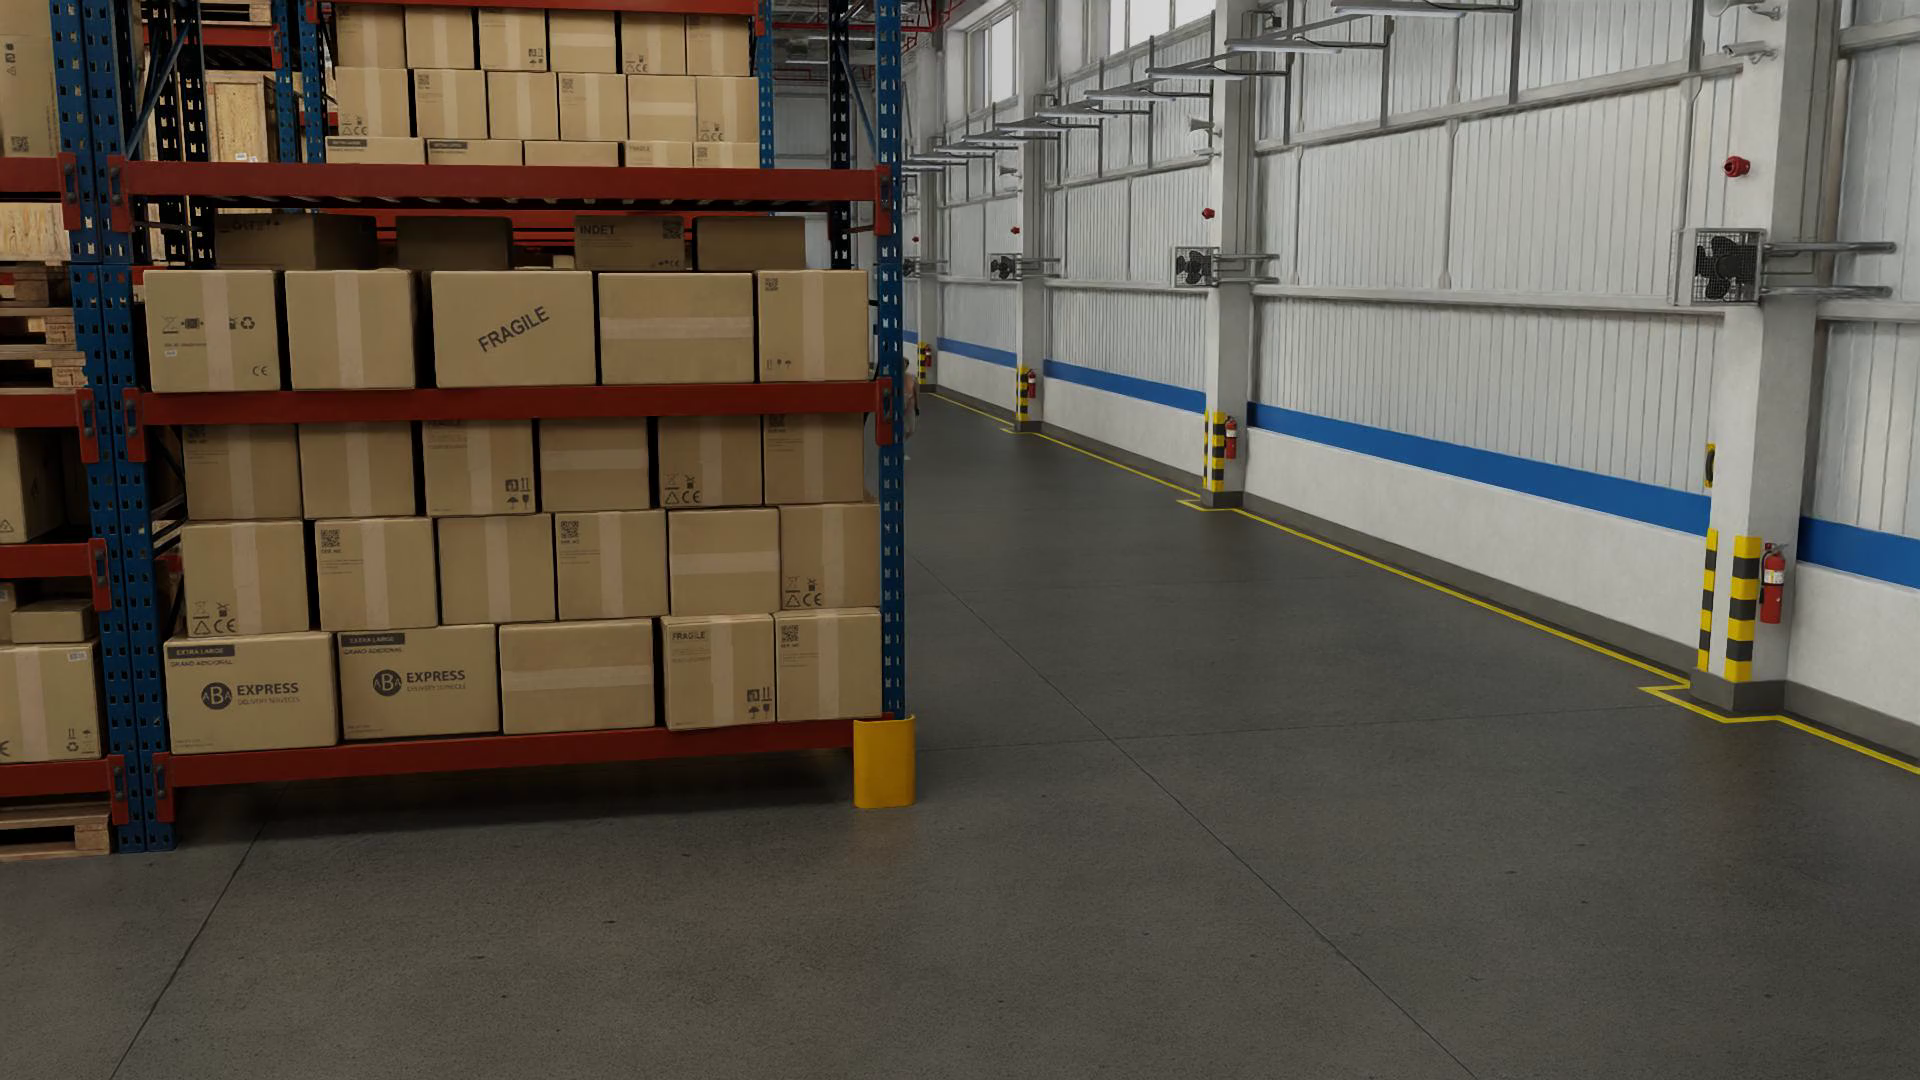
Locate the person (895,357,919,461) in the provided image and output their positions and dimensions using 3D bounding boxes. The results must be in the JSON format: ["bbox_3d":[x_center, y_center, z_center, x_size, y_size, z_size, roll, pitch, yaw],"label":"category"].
[{"bbox_3d":[-0.910,-2.065,26.175,0.535,1.624,0.501,-7,12,-37],"label":"person"}]
